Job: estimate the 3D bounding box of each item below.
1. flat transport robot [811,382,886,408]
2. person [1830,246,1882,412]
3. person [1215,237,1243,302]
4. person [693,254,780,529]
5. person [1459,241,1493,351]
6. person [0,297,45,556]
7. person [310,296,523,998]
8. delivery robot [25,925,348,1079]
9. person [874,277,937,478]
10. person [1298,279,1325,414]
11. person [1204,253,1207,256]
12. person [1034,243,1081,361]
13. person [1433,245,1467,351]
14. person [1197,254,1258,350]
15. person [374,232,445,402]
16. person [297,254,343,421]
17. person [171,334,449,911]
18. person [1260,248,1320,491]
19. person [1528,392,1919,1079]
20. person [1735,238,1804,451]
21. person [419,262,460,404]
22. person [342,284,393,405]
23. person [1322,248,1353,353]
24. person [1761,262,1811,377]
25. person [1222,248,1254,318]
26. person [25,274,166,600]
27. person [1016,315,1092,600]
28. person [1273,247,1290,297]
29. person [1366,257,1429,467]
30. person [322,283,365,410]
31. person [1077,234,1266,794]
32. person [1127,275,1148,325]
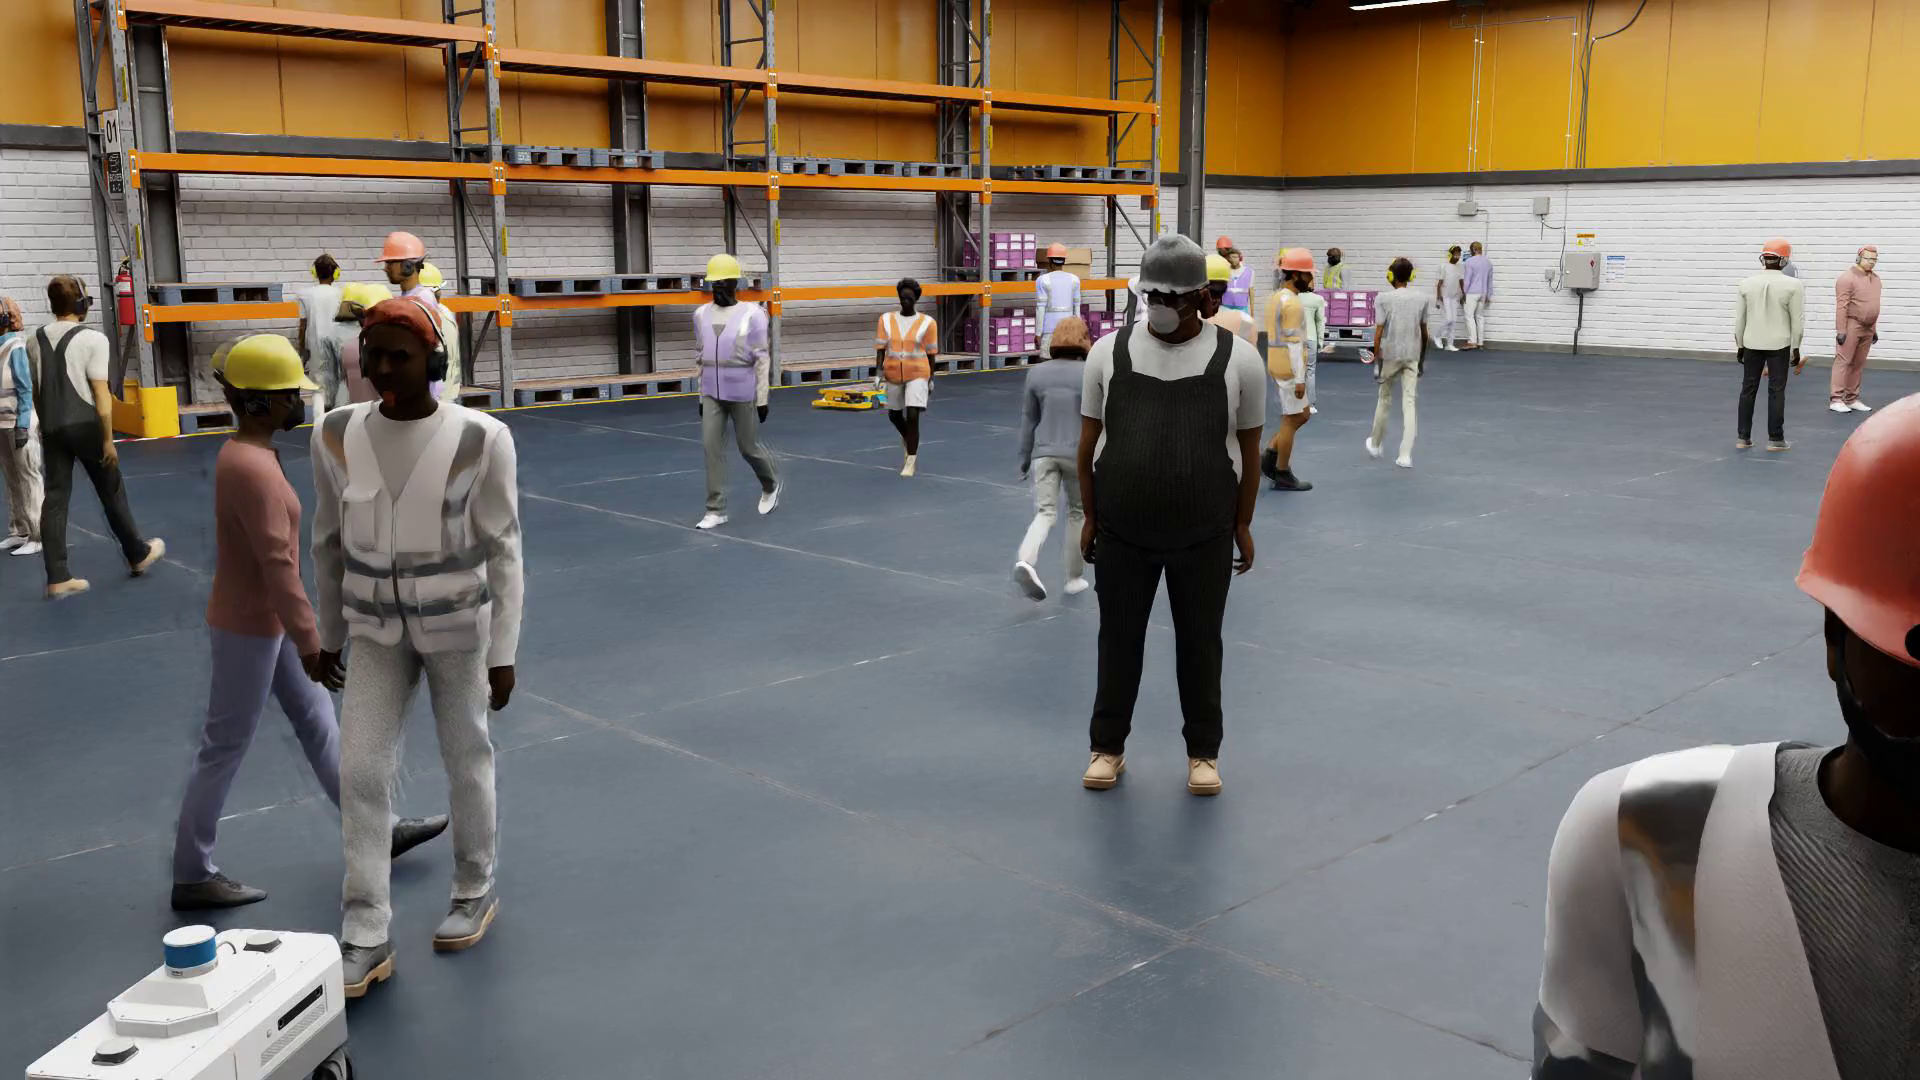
[{"bbox_3d":[-1.070,-1.729,19.800,0.652,0.197,1.431,7,12,33],"label":"flat transport robot"},{"bbox_3d":[10.335,-2.419,19.121,0.642,1.902,0.399,-5,12,-25],"label":"person"},{"bbox_3d":[4.361,-4.036,27.698,0.630,1.981,1.062,9,14,41],"label":"person"},{"bbox_3d":[-1.581,-1.059,11.715,0.593,1.902,0.852,4,11,23],"label":"person"},{"bbox_3d":[9.083,-4.272,29.199,0.821,1.914,0.556,-7,12,-33],"label":"person"},{"bbox_3d":[-6.029,-0.724,10.585,0.511,1.641,0.307,9,13,39],"label":"person"},{"bbox_3d":[-1.496,0.289,4.466,0.623,1.850,0.843,0,10,3],"label":"person"},{"bbox_3d":[-1.620,1.064,3.539,0.477,0.478,0.707,2,10,9],"label":"delivery robot"},{"bbox_3d":[-0.438,-1.404,14.195,0.520,1.678,0.747,3,11,14],"label":"person"},{"bbox_3d":[3.882,-2.244,18.890,0.502,1.633,0.280,2,11,13],"label":"person"},{"bbox_3d":[2.796,-2.465,19.573,1.031,1.825,0.593,0,10,0],"label":"person"},{"bbox_3d":[1.089,-2.393,18.876,0.551,1.935,0.372,-4,11,-20],"label":"person"},{"bbox_3d":[8.591,-4.221,29.105,0.610,1.845,0.459,-6,12,-29],"label":"person"},{"bbox_3d":[1.559,-0.814,10.344,0.600,1.909,0.725,-2,11,-9],"label":"person"},{"bbox_3d":[-3.575,-0.977,10.867,0.389,2.041,0.614,-5,12,-27],"label":"person"},{"bbox_3d":[-5.875,-1.722,15.451,0.535,1.853,0.545,-2,11,-13],"label":"person"},{"bbox_3d":[-2.026,0.249,5.055,0.884,1.723,0.545,-4,11,-23],"label":"person"},{"bbox_3d":[2.634,-1.334,13.141,0.402,1.922,0.571,0,10,1],"label":"person"},{"bbox_3d":[0.721,0.822,1.380,0.580,1.928,0.407,6,12,28],"label":"person"},{"bbox_3d":[7.635,-1.841,15.709,0.611,1.995,0.375,10,14,43],"label":"person"},{"bbox_3d":[-3.760,-1.045,11.811,0.404,1.833,0.590,-7,13,-34],"label":"person"},{"bbox_3d":[-3.236,-0.576,9.479,0.551,1.736,0.725,9,14,40],"label":"person"},{"bbox_3d":[6.538,-4.132,28.696,0.661,1.814,0.641,-4,11,-22],"label":"person"},{"bbox_3d":[11.675,-3.227,23.462,0.672,1.925,0.649,8,13,39],"label":"person"},{"bbox_3d":[4.226,-3.557,25.525,0.589,1.823,0.442,2,11,12],"label":"person"},{"bbox_3d":[-4.986,-0.608,9.515,0.537,1.797,0.932,1,10,7],"label":"person"},{"bbox_3d":[0.524,-0.439,9.193,0.510,1.594,0.735,4,11,23],"label":"person"},{"bbox_3d":[5.555,-4.094,28.501,0.433,1.817,0.590,-8,13,-37],"label":"person"},{"bbox_3d":[3.906,-1.590,14.804,0.522,1.821,0.949,1,10,3],"label":"person"},{"bbox_3d":[-4.245,-0.975,11.822,0.495,1.679,0.940,-1,10,-6],"label":"person"},{"bbox_3d":[0.745,-0.084,6.001,0.673,2.000,0.536,2,11,11],"label":"person"},{"bbox_3d":[2.227,-2.402,19.105,0.591,1.870,0.986,2,11,11],"label":"person"}]
